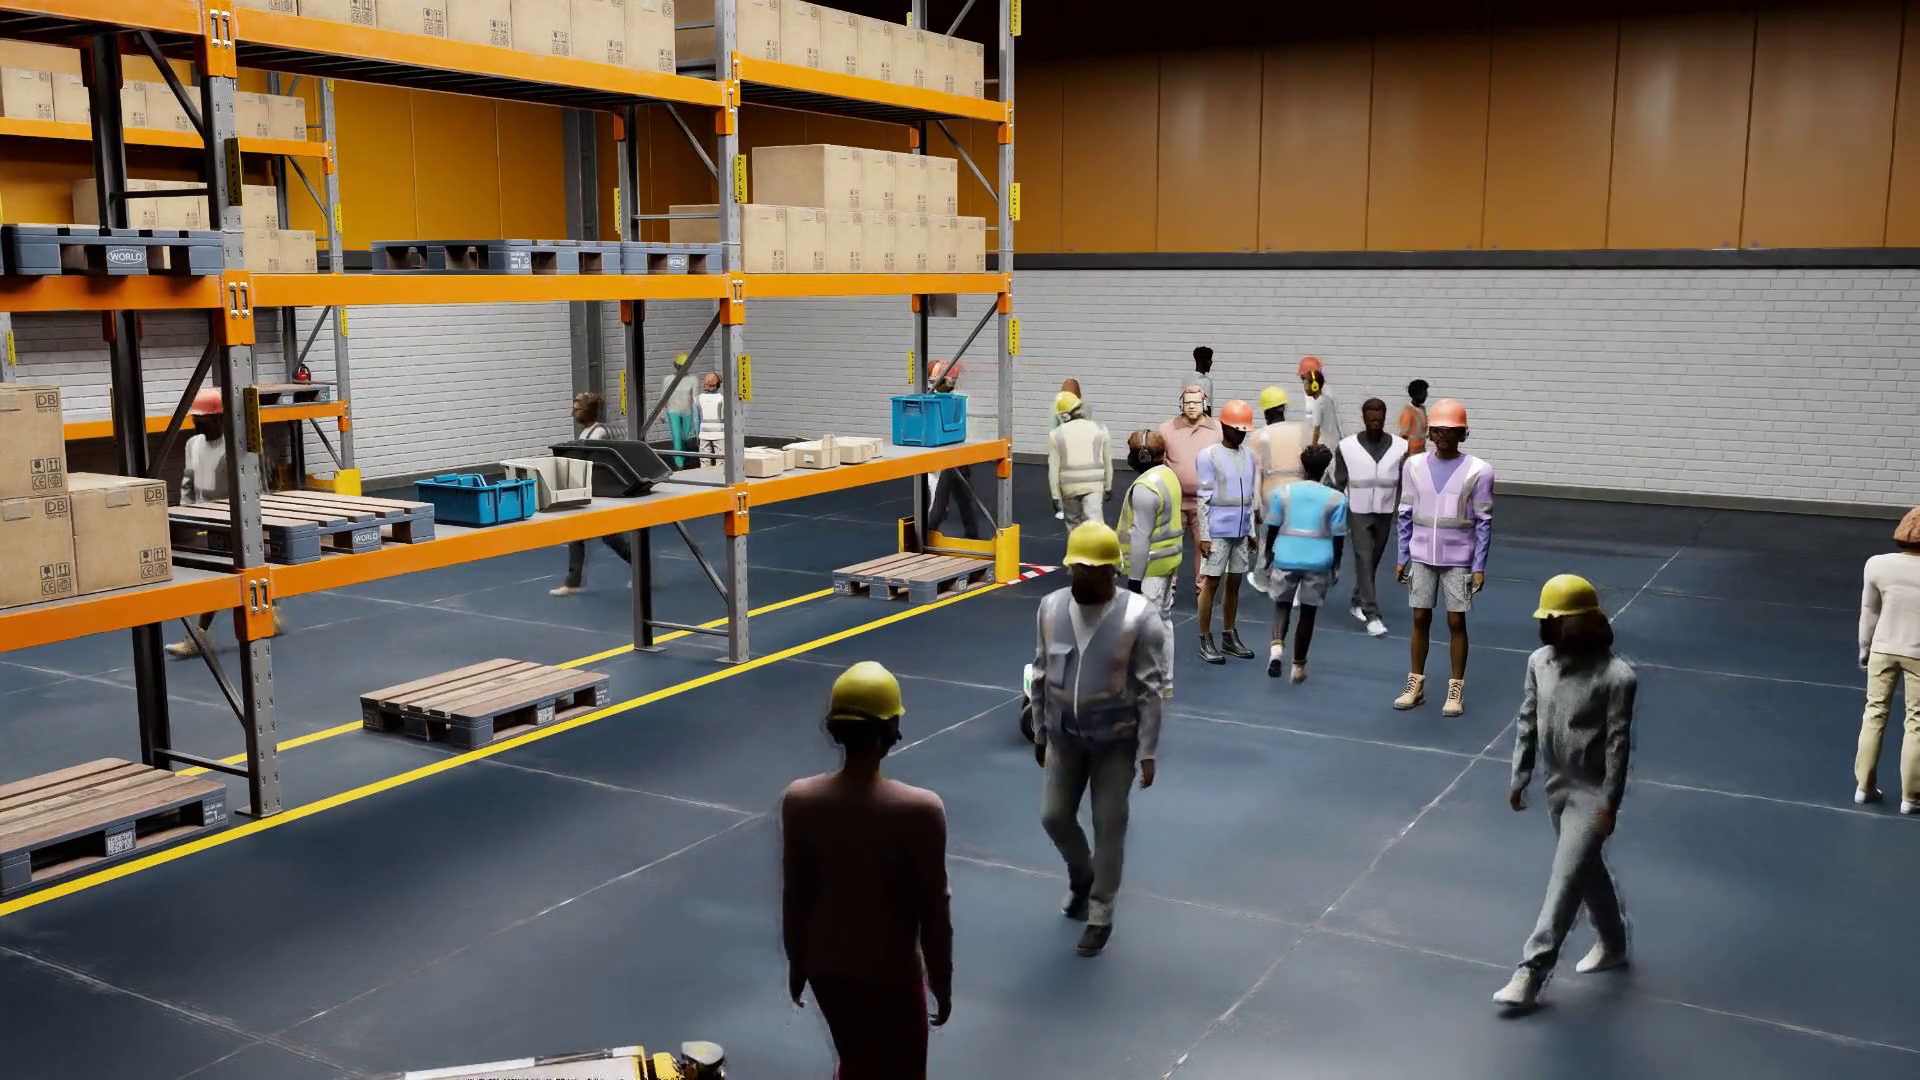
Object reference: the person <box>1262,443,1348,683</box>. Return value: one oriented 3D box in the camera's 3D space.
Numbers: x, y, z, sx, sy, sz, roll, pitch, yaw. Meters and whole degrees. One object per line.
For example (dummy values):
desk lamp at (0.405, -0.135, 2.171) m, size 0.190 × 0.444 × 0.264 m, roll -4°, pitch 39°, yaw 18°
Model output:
person at (2.378, 0.171, 11.489) m, size 0.572 × 1.668 × 0.460 m, roll 3°, pitch 10°, yaw 20°

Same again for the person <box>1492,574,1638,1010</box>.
person at (2.411, 0.958, 6.523) m, size 0.890 × 1.689 × 0.496 m, roll -5°, pitch 10°, yaw -28°

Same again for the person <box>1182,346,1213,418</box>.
person at (2.936, -1.412, 20.503) m, size 0.378 × 1.958 × 0.607 m, roll -3°, pitch 10°, yaw -21°

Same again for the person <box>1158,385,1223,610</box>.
person at (1.937, -0.343, 13.973) m, size 0.637 × 1.911 × 0.403 m, roll 1°, pitch 9°, yaw 9°

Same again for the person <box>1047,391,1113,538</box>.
person at (1.103, -0.469, 15.213) m, size 0.613 × 1.777 × 0.848 m, roll 0°, pitch 9°, yaw 0°

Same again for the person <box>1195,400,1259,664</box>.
person at (1.976, -0.064, 12.171) m, size 0.543 × 1.928 × 0.372 m, roll -6°, pitch 11°, yaw -33°

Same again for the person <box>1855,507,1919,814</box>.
person at (5.003, 0.629, 8.785) m, size 0.270 × 1.627 × 0.503 m, roll -7°, pitch 12°, yaw -39°

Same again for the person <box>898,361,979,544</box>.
person at (-0.224, -0.816, 16.771) m, size 0.983 × 1.947 × 0.624 m, roll -2°, pitch 9°, yaw -14°

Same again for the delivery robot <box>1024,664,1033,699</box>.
delivery robot at (0.747, 0.894, 10.175) m, size 0.707 × 0.478 × 0.477 m, roll 1°, pitch 9°, yaw 4°

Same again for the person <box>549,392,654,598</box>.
person at (-3.169, -0.407, 14.686) m, size 0.897 × 1.819 × 0.519 m, roll -6°, pitch 11°, yaw -33°

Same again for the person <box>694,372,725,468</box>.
person at (-3.004, -1.226, 20.320) m, size 0.517 × 1.641 × 0.308 m, roll 2°, pitch 9°, yaw 15°

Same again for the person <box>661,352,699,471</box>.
person at (-4.016, -1.828, 23.769) m, size 0.541 × 1.732 × 0.665 m, roll -4°, pitch 10°, yaw -25°

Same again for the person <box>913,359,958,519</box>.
person at (-0.266, -1.130, 19.021) m, size 0.591 × 1.869 × 0.688 m, roll -5°, pitch 10°, yaw -29°

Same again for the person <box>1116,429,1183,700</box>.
person at (1.234, 0.188, 10.915) m, size 0.431 × 1.836 × 0.619 m, roll 3°, pitch 10°, yaw 20°

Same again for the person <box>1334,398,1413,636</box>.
person at (3.307, -0.205, 13.289) m, size 0.619 × 1.860 × 1.046 m, roll -1°, pitch 9°, yaw -4°

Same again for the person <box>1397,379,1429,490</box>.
person at (5.069, -1.016, 18.966) m, size 0.705 × 1.663 × 0.567 m, roll 6°, pitch 11°, yaw 33°

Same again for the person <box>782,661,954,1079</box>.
person at (-0.295, 1.218, 4.712) m, size 0.532 × 1.740 × 0.628 m, roll 5°, pitch 10°, yaw 26°

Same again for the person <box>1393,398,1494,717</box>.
person at (3.098, 0.111, 10.710) m, size 0.608 × 2.048 × 0.368 m, roll 6°, pitch 11°, yaw 34°

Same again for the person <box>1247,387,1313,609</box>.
person at (2.745, -0.379, 14.346) m, size 0.617 × 1.859 × 0.986 m, roll -1°, pitch 9°, yaw -5°

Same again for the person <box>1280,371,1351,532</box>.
person at (4.046, -0.957, 18.221) m, size 1.052 × 1.789 × 0.525 m, roll 3°, pitch 10°, yaw 20°

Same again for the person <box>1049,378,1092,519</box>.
person at (1.280, -1.050, 19.241) m, size 0.498 × 1.634 × 0.281 m, roll 0°, pitch 9°, yaw 2°

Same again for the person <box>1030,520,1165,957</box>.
person at (0.574, 0.811, 7.042) m, size 0.618 × 1.826 × 0.482 m, roll 5°, pitch 10°, yaw 27°

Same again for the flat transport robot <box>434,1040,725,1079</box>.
flat transport robot at (-1.428, 1.874, 5.233) m, size 1.431 × 0.197 × 0.652 m, roll -2°, pitch 9°, yaw -15°

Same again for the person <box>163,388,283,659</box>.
person at (-5.570, -0.148, 12.535) m, size 0.610 × 1.994 × 1.071 m, roll 5°, pitch 11°, yaw 31°

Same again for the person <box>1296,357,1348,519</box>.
person at (4.118, -1.175, 19.298) m, size 0.822 × 1.875 × 0.574 m, roll 8°, pitch 12°, yaw 42°
